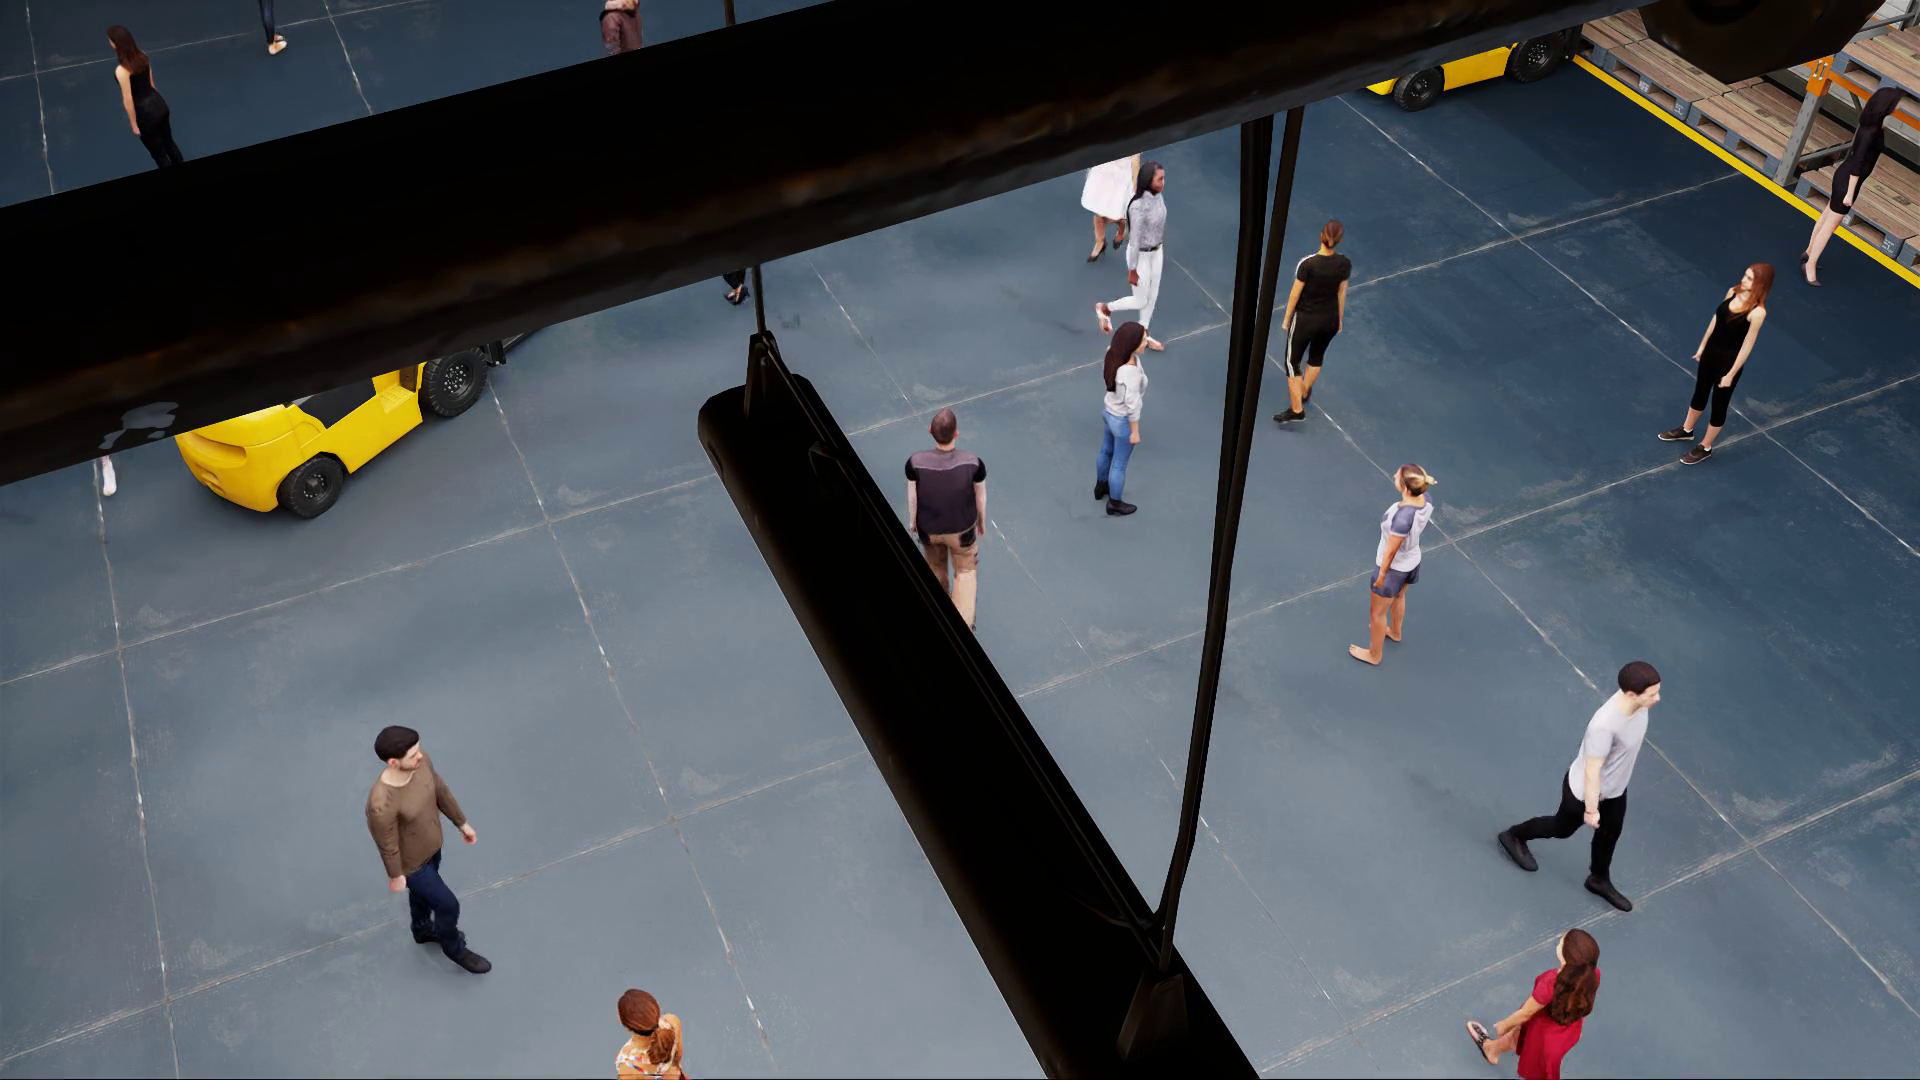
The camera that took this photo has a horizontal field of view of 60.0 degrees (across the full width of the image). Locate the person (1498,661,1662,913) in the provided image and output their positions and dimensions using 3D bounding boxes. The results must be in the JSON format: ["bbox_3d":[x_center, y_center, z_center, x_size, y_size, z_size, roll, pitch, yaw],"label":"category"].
[{"bbox_3d":[3.543,1.347,9.462,0.835,1.838,1.127,-29,51,-27],"label":"person"}]

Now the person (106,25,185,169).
[{"bbox_3d":[-7.317,-3.837,15.010,0.757,1.690,0.676,6,44,6],"label":"person"}]

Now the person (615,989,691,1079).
[{"bbox_3d":[-1.382,2.770,8.010,0.764,1.779,0.726,26,50,25],"label":"person"}]

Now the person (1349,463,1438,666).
[{"bbox_3d":[2.864,0.149,10.877,0.646,1.620,0.636,30,51,28],"label":"person"}]

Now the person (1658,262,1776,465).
[{"bbox_3d":[5.682,-1.338,12.362,0.654,1.726,0.492,-11,45,-11],"label":"person"}]

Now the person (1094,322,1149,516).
[{"bbox_3d":[1.143,-0.879,11.948,0.679,1.631,0.469,-14,45,-14],"label":"person"}]

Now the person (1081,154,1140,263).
[{"bbox_3d":[1.357,-3.084,14.154,0.958,1.782,0.895,-34,53,-30],"label":"person"}]

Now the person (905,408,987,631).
[{"bbox_3d":[-0.096,-0.055,10.946,0.958,1.820,1.108,2,44,2],"label":"person"}]

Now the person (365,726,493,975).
[{"bbox_3d":[-3.065,1.671,9.104,0.907,1.862,0.857,6,44,6],"label":"person"}]

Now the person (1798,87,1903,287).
[{"bbox_3d":[7.493,-3.000,14.049,0.685,1.805,0.648,18,46,18],"label":"person"}]

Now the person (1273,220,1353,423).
[{"bbox_3d":[2.727,-1.659,12.759,0.798,1.643,0.878,-9,44,-9],"label":"person"}]

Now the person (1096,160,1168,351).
[{"bbox_3d":[1.407,-2.279,13.361,0.957,1.709,0.838,26,49,25],"label":"person"}]

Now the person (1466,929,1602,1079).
[{"bbox_3d":[3.019,2.553,8.432,0.541,1.511,1.018,-17,46,-17],"label":"person"}]
